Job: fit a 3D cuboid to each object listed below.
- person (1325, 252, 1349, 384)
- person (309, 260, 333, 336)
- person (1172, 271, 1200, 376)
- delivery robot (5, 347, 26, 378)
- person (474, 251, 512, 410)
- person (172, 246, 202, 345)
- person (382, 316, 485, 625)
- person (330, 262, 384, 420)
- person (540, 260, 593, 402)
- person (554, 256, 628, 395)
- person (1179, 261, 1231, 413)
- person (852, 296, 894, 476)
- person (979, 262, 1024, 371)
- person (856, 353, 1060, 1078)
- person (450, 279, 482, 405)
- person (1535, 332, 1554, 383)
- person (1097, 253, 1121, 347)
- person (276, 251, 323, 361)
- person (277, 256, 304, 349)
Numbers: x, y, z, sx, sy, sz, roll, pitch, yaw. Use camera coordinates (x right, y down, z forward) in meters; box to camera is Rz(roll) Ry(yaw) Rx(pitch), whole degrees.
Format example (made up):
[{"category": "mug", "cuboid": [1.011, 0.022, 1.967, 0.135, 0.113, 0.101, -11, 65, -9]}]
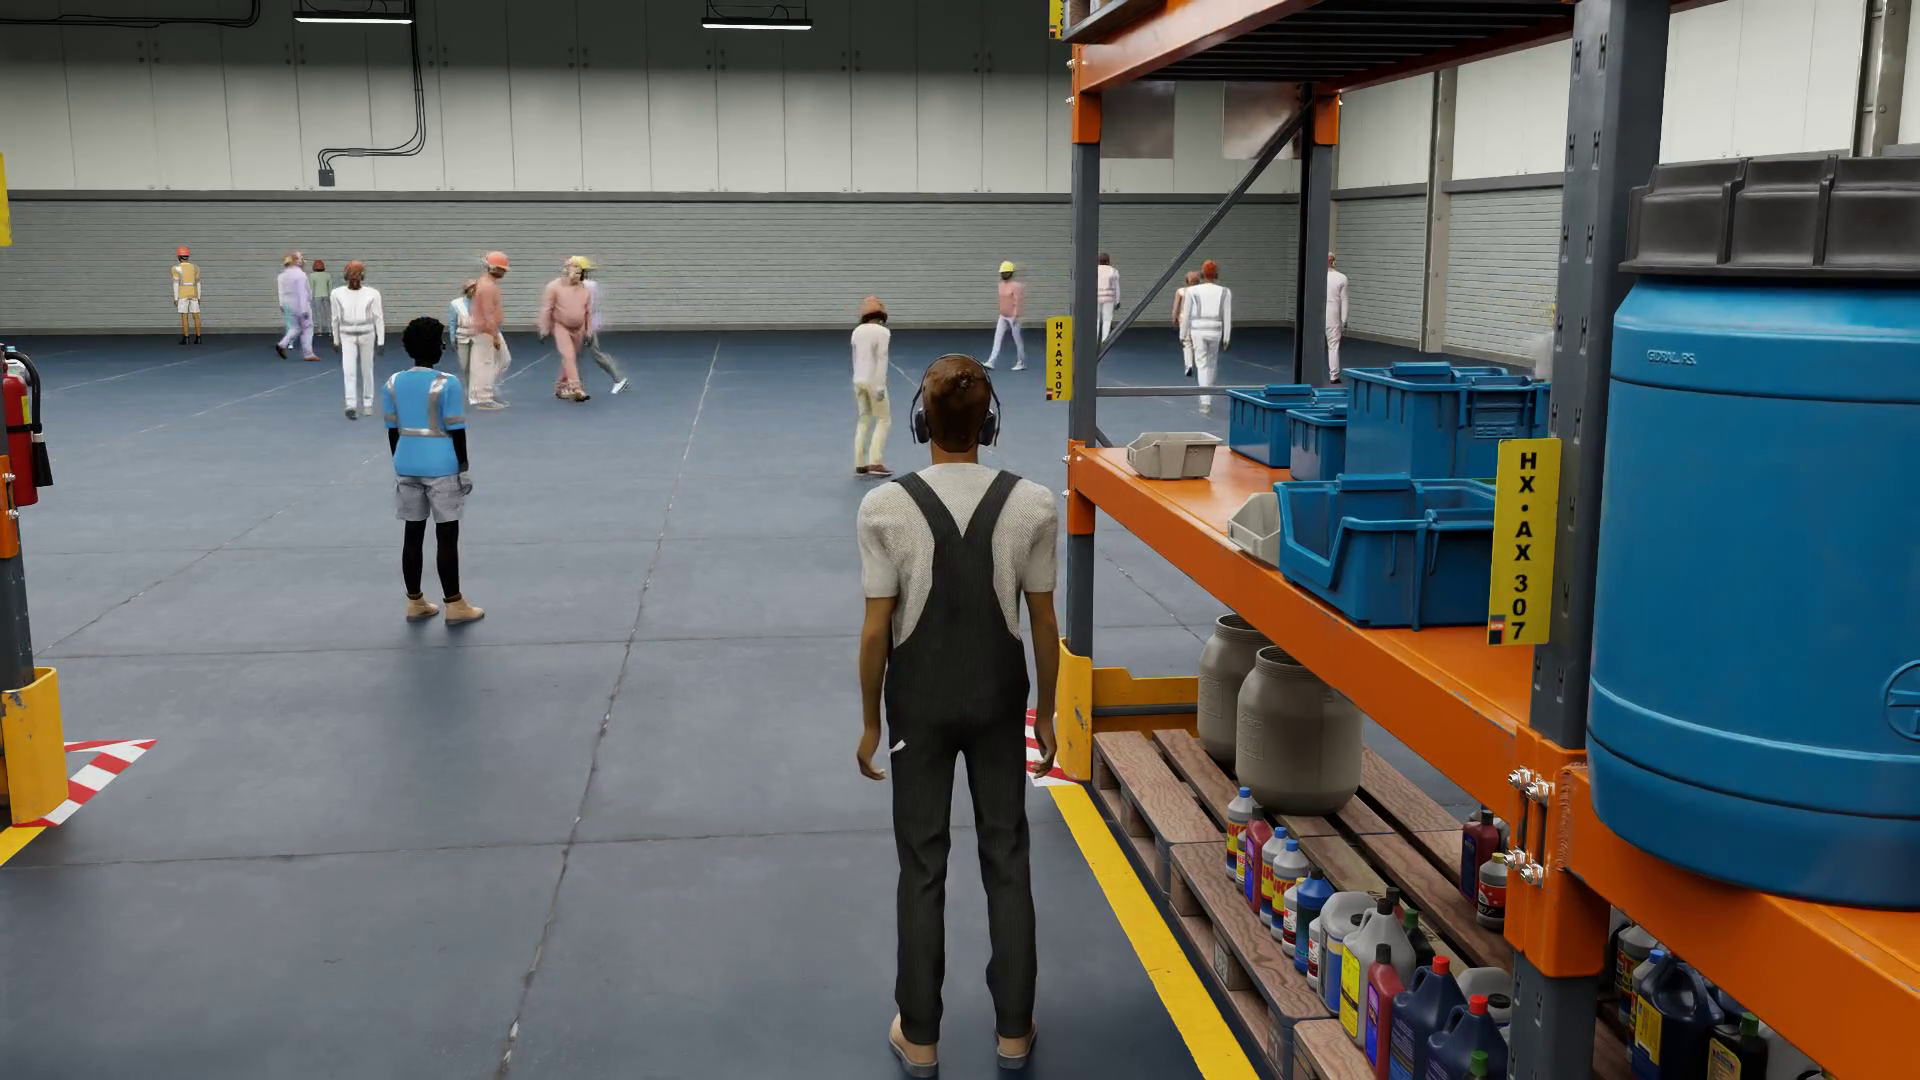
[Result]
[{"category": "person", "cuboid": [5.338, -3.227, 24.237, 0.652, 1.904, 0.402, 4, 11, 21]}, {"category": "person", "cuboid": [-13.816, -5.231, 35.962, 0.508, 1.633, 0.274, -9, 14, -42]}, {"category": "person", "cuboid": [3.573, -3.346, 25.708, 0.522, 1.607, 0.814, -1, 10, -6]}, {"category": "delivery robot", "cuboid": [-13.588, -2.526, 23.840, 0.477, 0.478, 0.707, -5, 11, -24]}, {"category": "person", "cuboid": [-5.747, -2.560, 20.471, 0.553, 1.946, 0.658, -1, 10, -5]}, {"category": "person", "cuboid": [-15.340, -4.843, 32.995, 0.354, 1.942, 0.545, 9, 13, 39]}, {"category": "person", "cuboid": [-2.924, -0.378, 9.186, 0.532, 1.697, 0.322, 5, 11, 24]}, {"category": "person", "cuboid": [-7.089, -2.343, 19.603, 0.586, 1.827, 0.991, -3, 11, -17]}, {"category": "person", "cuboid": [-5.091, -2.714, 21.639, 0.697, 1.841, 1.030, -10, 14, -43]}, {"category": "person", "cuboid": [-5.003, -2.898, 22.506, 0.937, 1.893, 0.598, -6, 12, -30]}, {"category": "person", "cuboid": [3.018, -2.501, 20.458, 0.578, 1.832, 0.989, -1, 10, -7]}, {"category": "person", "cuboid": [-0.806, -1.376, 14.888, 0.523, 1.604, 0.420, 10, 14, 44]}, {"category": "person", "cuboid": [0.712, -3.534, 26.389, 0.882, 1.717, 0.550, -9, 14, -41]}, {"category": "person", "cuboid": [-0.005, 0.452, 4.229, 0.517, 1.843, 0.326, -1, 10, -7]}, {"category": "person", "cuboid": [-6.292, -2.562, 21.435, 0.543, 1.605, 0.733, -2, 11, -12]}, {"category": "person", "cuboid": [3.827, -0.678, 10.394, 0.532, 1.854, 0.430, -1, 10, -4]}, {"category": "person", "cuboid": [2.767, -4.591, 31.934, 0.641, 1.827, 0.562, 2, 11, 13]}, {"category": "person", "cuboid": [-11.312, -3.975, 28.382, 0.648, 1.884, 0.656, -10, 14, -44]}, {"category": "person", "cuboid": [-12.659, -4.501, 31.600, 0.524, 1.770, 0.315, -3, 11, -17]}]
